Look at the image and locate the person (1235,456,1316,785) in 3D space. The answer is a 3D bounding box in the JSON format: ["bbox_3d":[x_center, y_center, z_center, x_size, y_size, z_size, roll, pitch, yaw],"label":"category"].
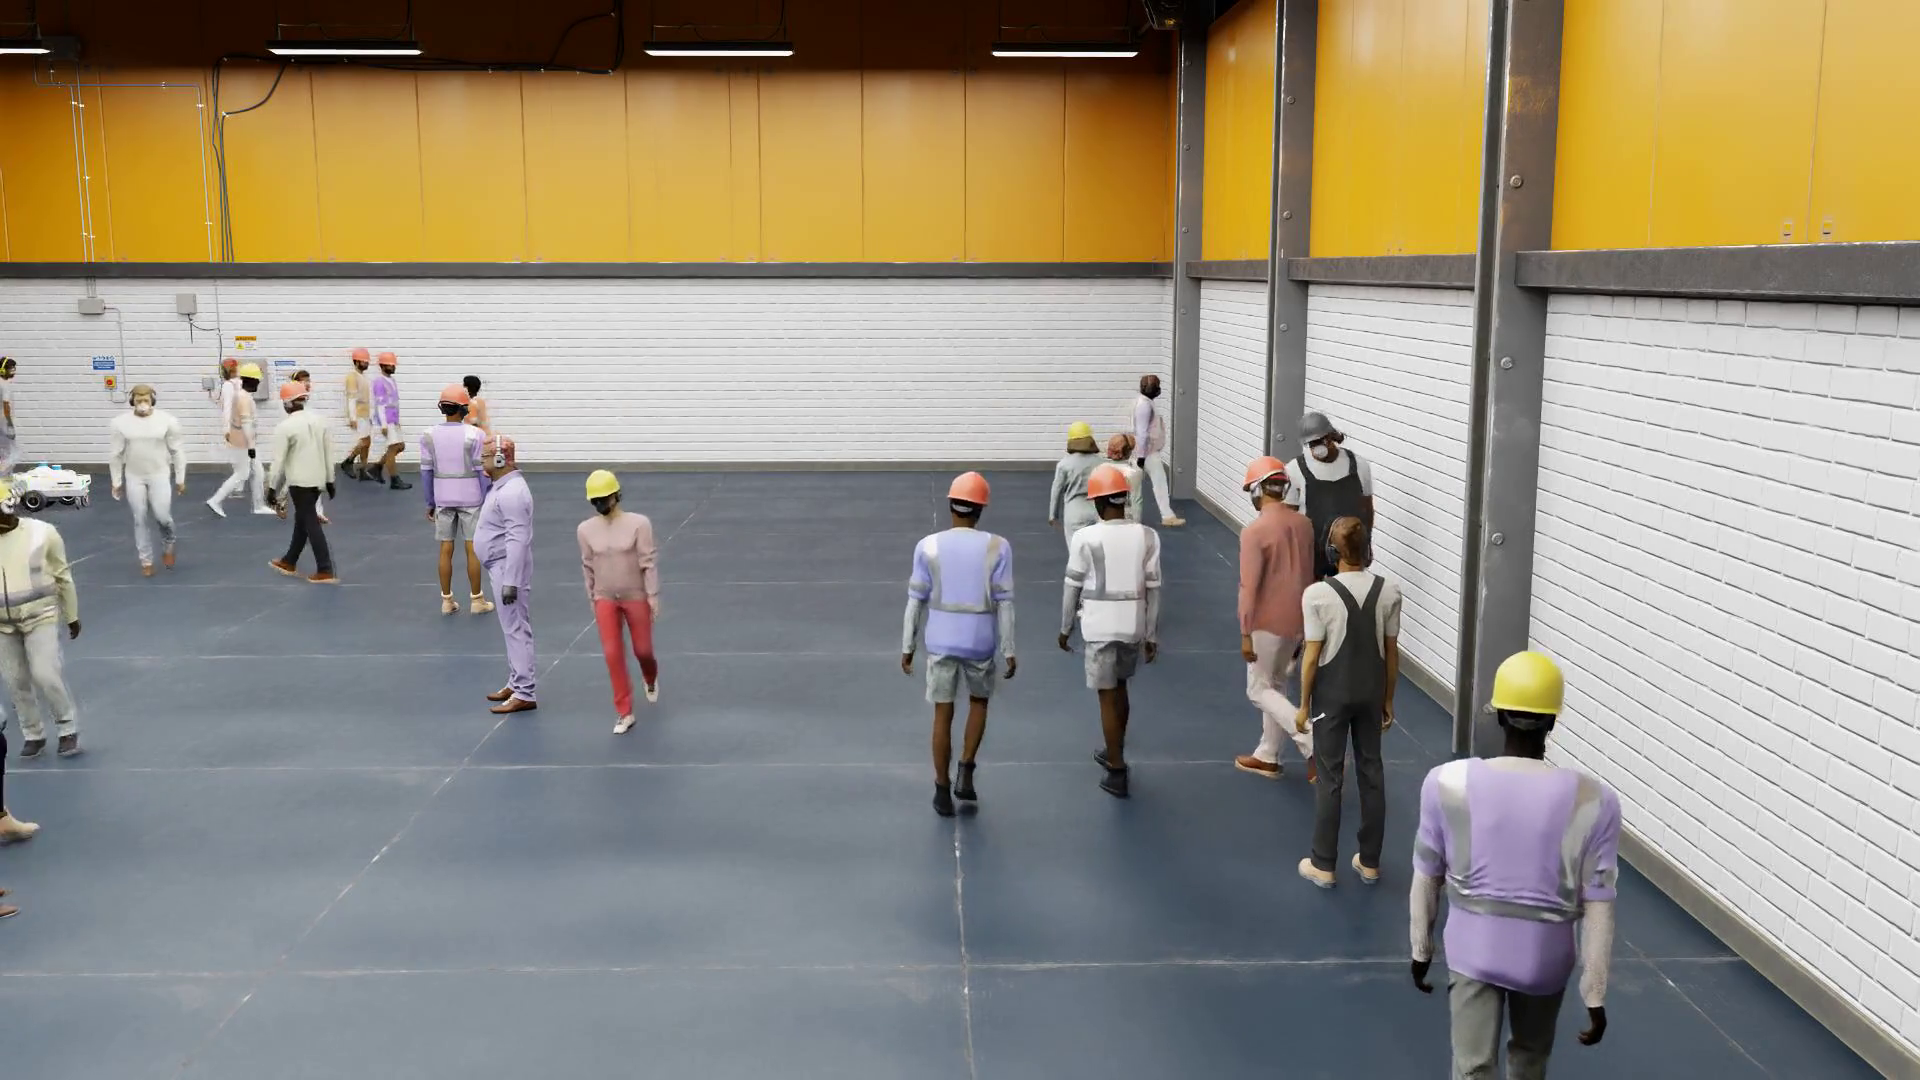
[{"bbox_3d":[1.906,0.495,9.681,0.673,1.945,0.741,-8,12,-40],"label":"person"}]

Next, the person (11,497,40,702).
[{"bbox_3d":[-6.521,0.418,11.201,0.491,1.599,0.764,-1,9,-7],"label":"person"}]

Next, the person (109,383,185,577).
[{"bbox_3d":[-8.009,-0.590,16.408,0.651,1.920,0.440,-3,10,-17],"label":"person"}]

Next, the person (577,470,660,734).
[{"bbox_3d":[-2.240,0.372,11.057,0.548,1.734,0.635,0,9,1],"label":"person"}]

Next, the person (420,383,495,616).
[{"bbox_3d":[-4.381,-0.348,14.551,0.614,2.043,0.374,1,9,3],"label":"person"}]

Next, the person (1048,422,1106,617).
[{"bbox_3d":[1.029,-0.194,14.683,0.492,1.692,0.892,-4,10,-21],"label":"person"}]

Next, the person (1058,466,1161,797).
[{"bbox_3d":[0.847,0.507,9.779,0.539,1.895,0.835,-4,10,-21],"label":"person"}]

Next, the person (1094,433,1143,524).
[{"bbox_3d":[1.356,-0.094,14.231,0.310,1.638,0.523,-8,12,-40],"label":"person"}]

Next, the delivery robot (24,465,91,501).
[{"bbox_3d":[-11.381,-0.702,20.986,0.707,0.478,0.477,-2,9,-13],"label":"delivery robot"}]

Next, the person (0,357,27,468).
[{"bbox_3d":[-12.902,-1.550,22.521,0.657,1.845,0.398,9,13,43],"label":"person"}]

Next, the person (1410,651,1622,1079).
[{"bbox_3d":[1.682,1.277,5.108,0.598,1.882,1.006,3,10,18],"label":"person"}]

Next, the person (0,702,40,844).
[{"bbox_3d":[-5.022,0.815,8.542,0.655,1.671,0.550,-8,13,-42],"label":"person"}]

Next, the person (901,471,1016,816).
[{"bbox_3d":[-0.010,0.579,9.282,0.658,1.907,0.488,1,9,3],"label":"person"}]

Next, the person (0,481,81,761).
[{"bbox_3d":[-5.770,0.492,10.177,0.613,1.791,0.520,-2,9,-12],"label":"person"}]

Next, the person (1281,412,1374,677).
[{"bbox_3d":[2.713,0.022,12.291,0.723,2.000,0.576,-1,9,-6],"label":"person"}]

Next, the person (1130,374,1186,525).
[{"bbox_3d":[2.197,-1.070,19.739,0.937,1.800,0.636,1,9,4],"label":"person"}]

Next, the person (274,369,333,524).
[{"bbox_3d":[-7.886,-1.113,19.848,0.779,1.852,0.523,5,10,28],"label":"person"}]

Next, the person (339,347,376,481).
[{"bbox_3d":[-8.539,-1.779,23.682,0.462,1.921,0.555,0,9,2],"label":"person"}]

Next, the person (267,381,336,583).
[{"bbox_3d":[-6.464,-0.559,16.101,0.961,1.950,0.653,3,10,20],"label":"person"}]

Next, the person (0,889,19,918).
[{"bbox_3d":[-4.655,0.959,7.790,0.268,1.632,0.507,-7,12,-39],"label":"person"}]

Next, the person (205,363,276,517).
[{"bbox_3d":[-8.838,-1.215,20.339,0.783,1.899,0.597,-3,10,-19],"label":"person"}]

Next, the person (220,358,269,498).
[{"bbox_3d":[-9.471,-1.471,21.986,0.618,1.864,0.629,1,9,5],"label":"person"}]

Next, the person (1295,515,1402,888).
[{"bbox_3d":[1.896,0.795,8.167,0.505,1.840,0.346,-2,9,-10],"label":"person"}]

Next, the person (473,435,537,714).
[{"bbox_3d":[-3.129,0.229,11.432,0.403,1.906,0.651,-3,10,-18],"label":"person"}]

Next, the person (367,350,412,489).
[{"bbox_3d":[-7.870,-1.642,22.838,0.556,1.925,0.570,0,9,0],"label":"person"}]

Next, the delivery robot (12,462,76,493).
[{"bbox_3d":[-11.771,-0.763,21.362,0.707,0.478,0.477,-7,11,-35],"label":"delivery robot"}]

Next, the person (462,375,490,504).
[{"bbox_3d":[-6.267,-1.275,21.348,0.508,1.681,0.540,1,9,4],"label":"person"}]
